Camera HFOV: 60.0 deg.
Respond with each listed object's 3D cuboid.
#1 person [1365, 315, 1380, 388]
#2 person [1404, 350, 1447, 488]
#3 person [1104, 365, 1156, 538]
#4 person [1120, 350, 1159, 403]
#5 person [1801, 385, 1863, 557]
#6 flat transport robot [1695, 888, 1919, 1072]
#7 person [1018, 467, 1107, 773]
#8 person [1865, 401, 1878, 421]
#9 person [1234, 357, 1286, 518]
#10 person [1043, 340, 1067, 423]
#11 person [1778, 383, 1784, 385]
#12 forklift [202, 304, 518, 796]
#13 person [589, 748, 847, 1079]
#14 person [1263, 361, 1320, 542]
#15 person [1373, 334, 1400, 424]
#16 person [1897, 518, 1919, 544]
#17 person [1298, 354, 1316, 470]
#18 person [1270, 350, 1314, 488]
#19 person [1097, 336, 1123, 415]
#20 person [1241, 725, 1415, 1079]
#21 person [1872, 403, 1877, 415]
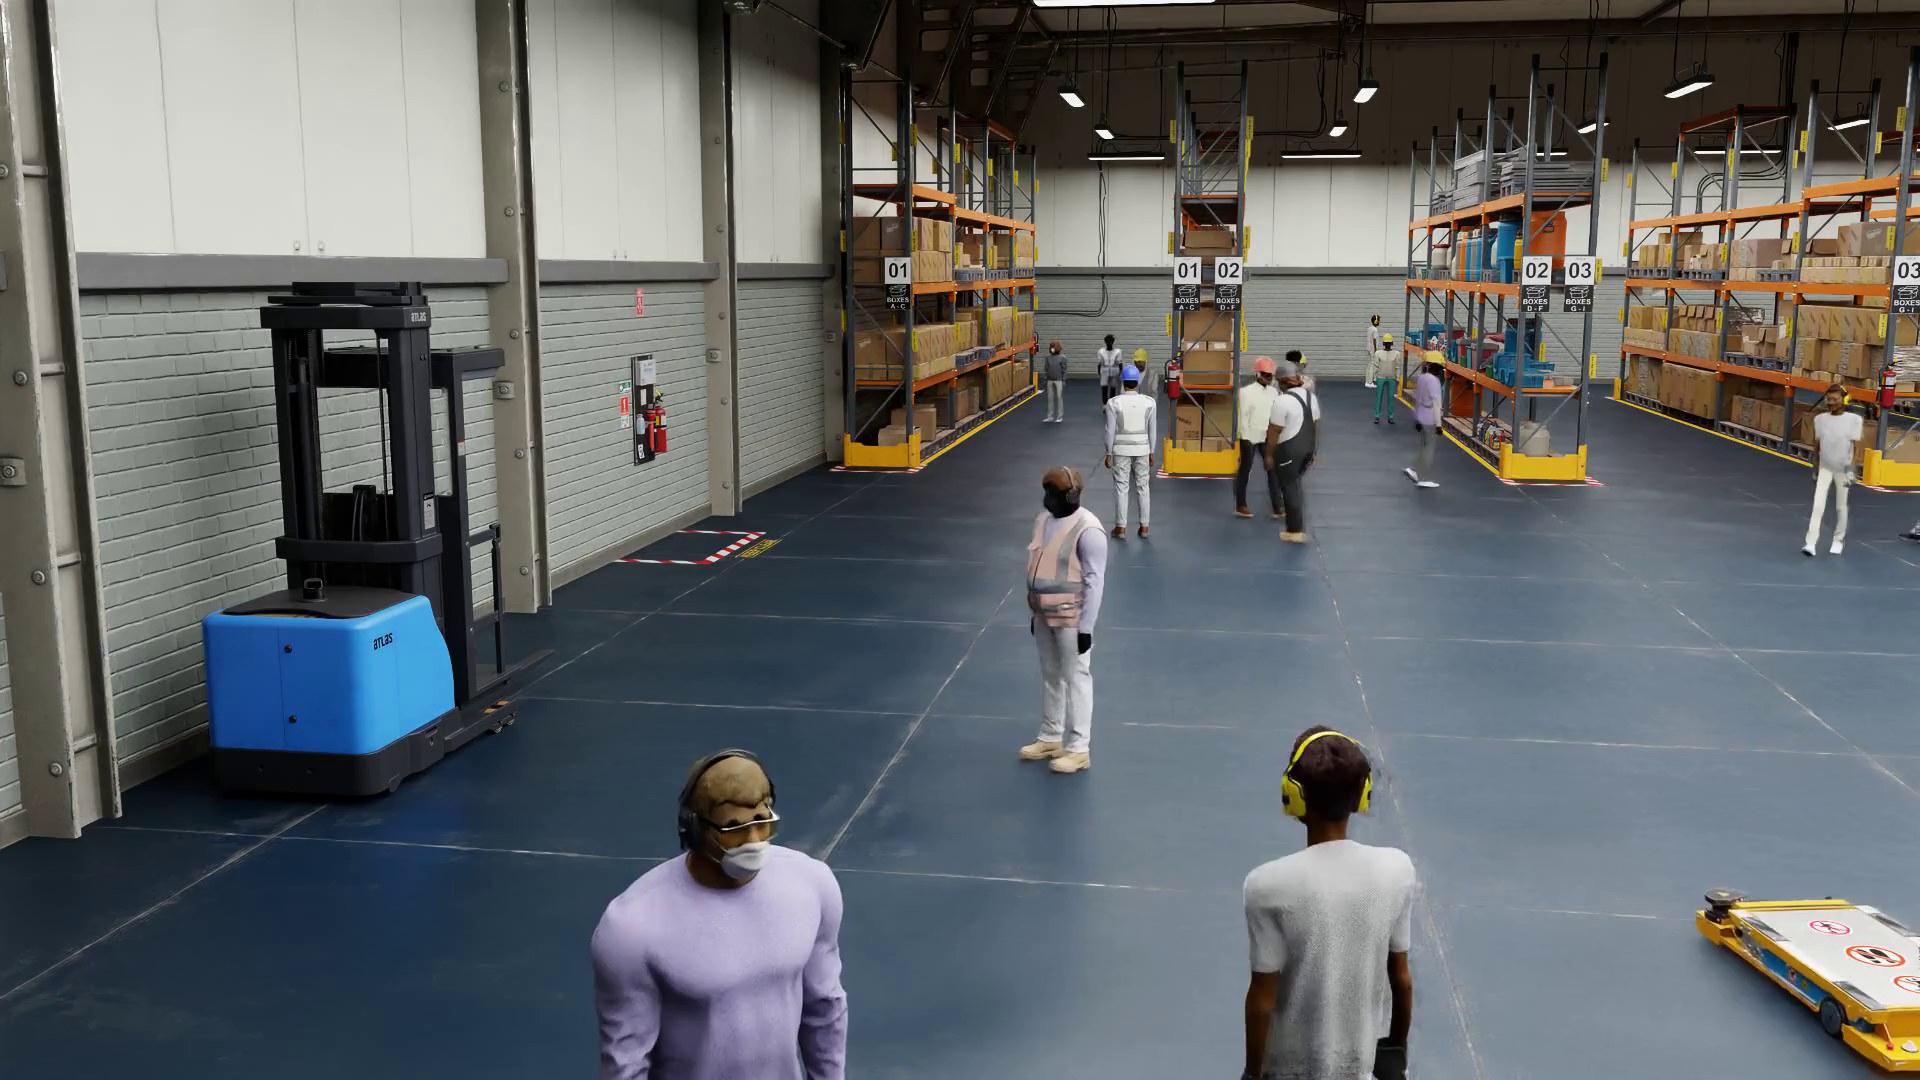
[{"bbox_3d":[10.715,-4.891,43.096,0.315,1.860,0.508,-1,9,-4],"label":"person"},{"bbox_3d":[6.525,-1.674,23.102,0.420,1.912,0.591,0,9,-3],"label":"person"},{"bbox_3d":[1.921,-0.999,18.807,0.605,1.948,0.404,-2,9,-11],"label":"person"},{"bbox_3d":[2.748,-2.016,25.542,0.586,1.792,0.842,1,9,5],"label":"person"},{"bbox_3d":[9.201,-0.724,17.532,0.500,1.818,0.961,8,12,41],"label":"person"},{"bbox_3d":[3.739,1.787,6.918,0.652,0.197,1.431,-1,9,-4],"label":"flat transport robot"},{"bbox_3d":[0.615,0.469,10.093,0.429,1.840,0.650,-6,11,-31],"label":"person"},{"bbox_3d":[18.268,-3.301,33.140,0.569,1.895,0.866,3,10,18],"label":"person"},{"bbox_3d":[3.668,-1.218,20.146,0.641,1.957,0.916,-5,10,-28],"label":"person"},{"bbox_3d":[1.887,-3.158,33.097,0.507,1.630,0.268,6,11,32],"label":"person"},{"bbox_3d":[17.429,-3.724,35.459,0.633,1.994,0.983,7,12,37],"label":"person"},{"bbox_3d":[-3.673,-0.038,10.147,1.129,2.768,1.873,1,9,9],"label":"forklift"},{"bbox_3d":[-0.558,1.420,3.973,0.628,1.928,0.386,-6,11,-34],"label":"person"},{"bbox_3d":[3.638,-0.989,18.593,0.697,2.000,0.649,-9,13,-44],"label":"person"},{"bbox_3d":[8.431,-3.189,32.882,0.533,1.768,0.311,1,9,5],"label":"person"},{"bbox_3d":[10.692,-0.813,18.134,0.614,1.800,0.769,-7,12,-37],"label":"person"},{"bbox_3d":[5.135,-1.961,25.306,0.524,1.769,0.309,4,10,22],"label":"person"},{"bbox_3d":[4.500,-1.617,22.652,0.602,1.948,0.659,3,10,19],"label":"person"},{"bbox_3d":[3.145,-3.467,34.926,0.543,1.645,0.881,1,9,5],"label":"person"},{"bbox_3d":[0.982,1.407,4.339,0.518,1.840,0.817,-3,10,-16],"label":"person"},{"bbox_3d":[19.012,-3.479,34.184,0.640,1.925,0.431,2,9,11],"label":"person"}]
